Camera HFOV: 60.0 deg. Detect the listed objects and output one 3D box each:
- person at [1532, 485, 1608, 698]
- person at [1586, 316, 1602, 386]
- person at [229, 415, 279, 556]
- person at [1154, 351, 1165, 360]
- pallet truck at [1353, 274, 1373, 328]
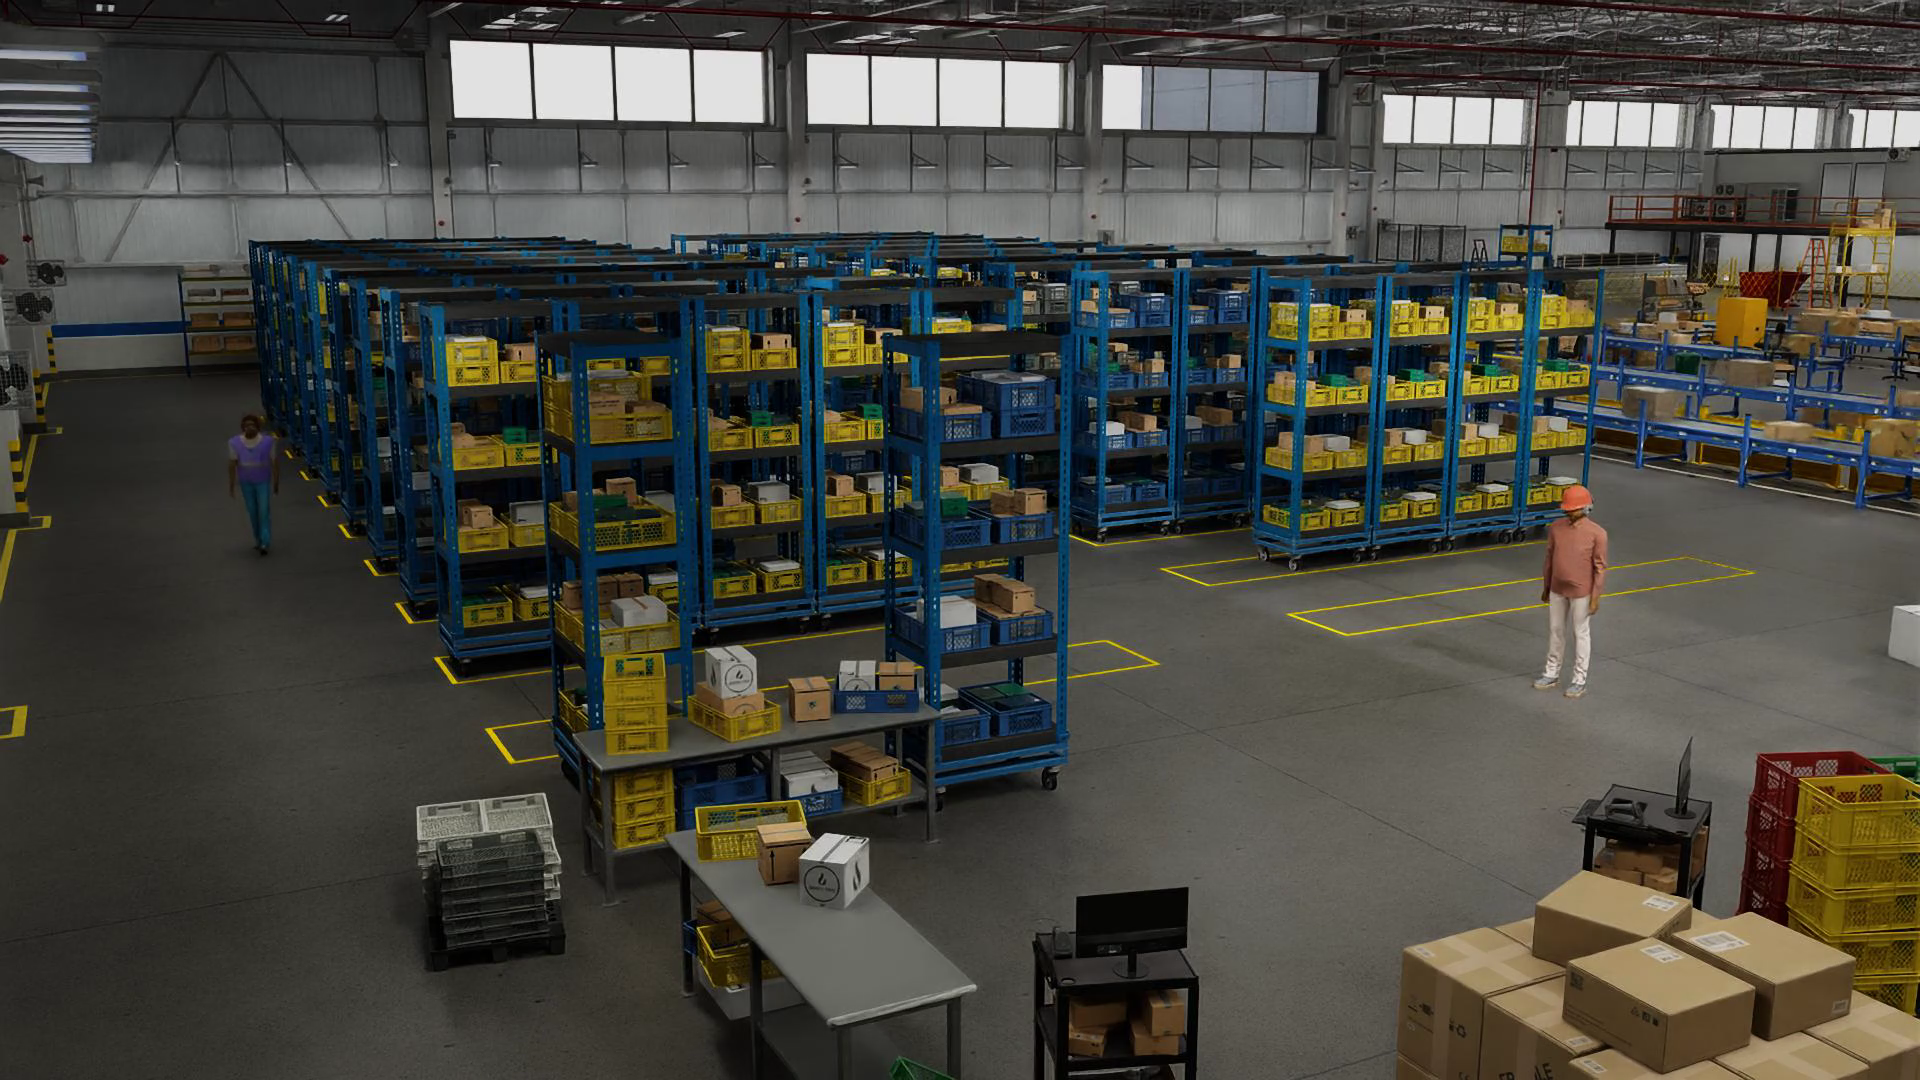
[{"bbox_3d":[5.667,0.463,15.441,0.391,1.989,0.609,-8,15,-34],"label":"person"},{"bbox_3d":[14.342,-4.188,37.724,0.319,1.769,0.523,-1,12,-6],"label":"person"},{"bbox_3d":[-9.080,-0.714,21.412,0.572,1.793,0.982,-2,12,-11],"label":"person"},{"bbox_3d":[3.980,-3.571,34.710,0.602,1.824,0.502,2,12,9],"label":"person"},{"bbox_3d":[13.011,-8.050,55.243,0.823,1.965,1.885,-7,14,-28],"label":"pallet truck"}]
